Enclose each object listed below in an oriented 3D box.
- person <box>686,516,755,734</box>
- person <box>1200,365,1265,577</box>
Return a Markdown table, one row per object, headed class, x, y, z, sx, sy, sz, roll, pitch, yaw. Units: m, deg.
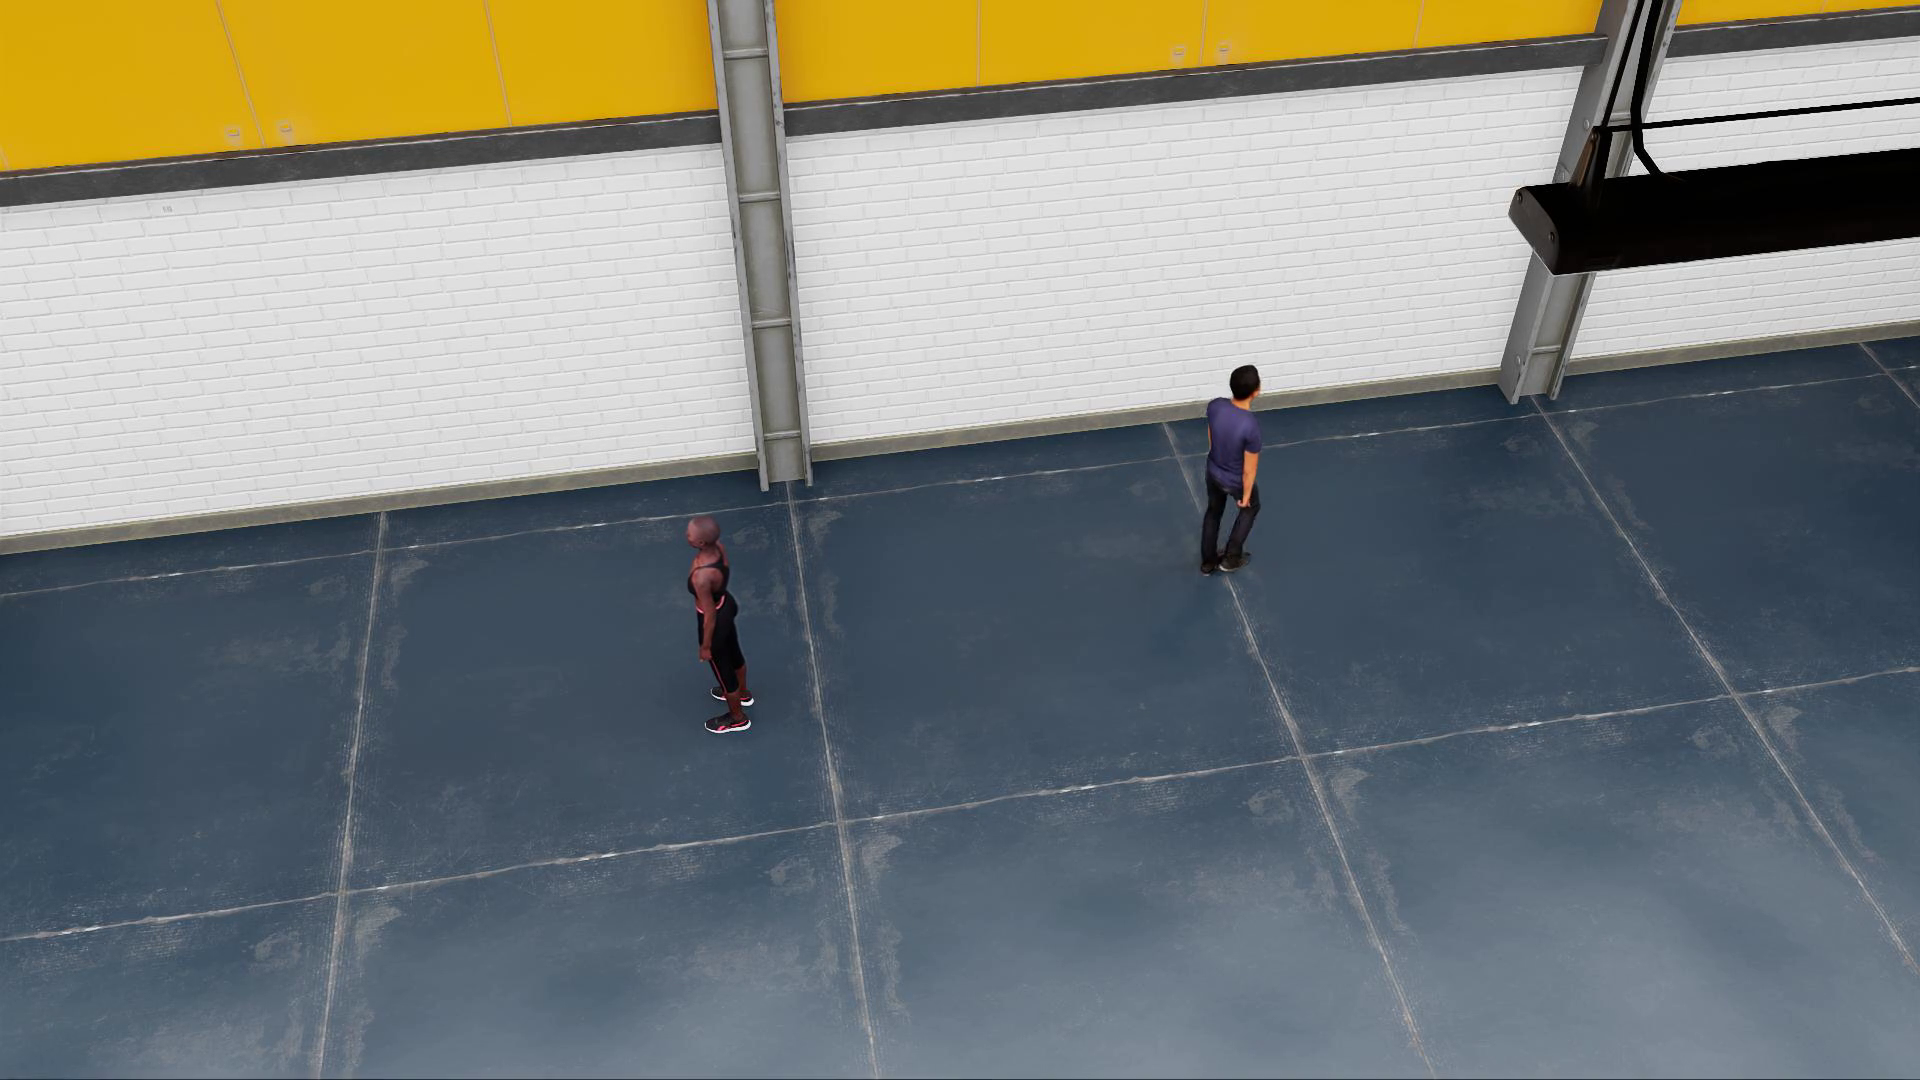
| class | x | y | z | sx | sy | sz | roll | pitch | yaw |
| --- | --- | --- | --- | --- | --- | --- | --- | --- | --- |
| person | -1.501 | 0.513 | 10.346 | 0.619 | 1.758 | 0.641 | 3 | 44 | 4 |
| person | 1.772 | -0.415 | 11.305 | 0.789 | 1.779 | 0.761 | -34 | 53 | -31 |
